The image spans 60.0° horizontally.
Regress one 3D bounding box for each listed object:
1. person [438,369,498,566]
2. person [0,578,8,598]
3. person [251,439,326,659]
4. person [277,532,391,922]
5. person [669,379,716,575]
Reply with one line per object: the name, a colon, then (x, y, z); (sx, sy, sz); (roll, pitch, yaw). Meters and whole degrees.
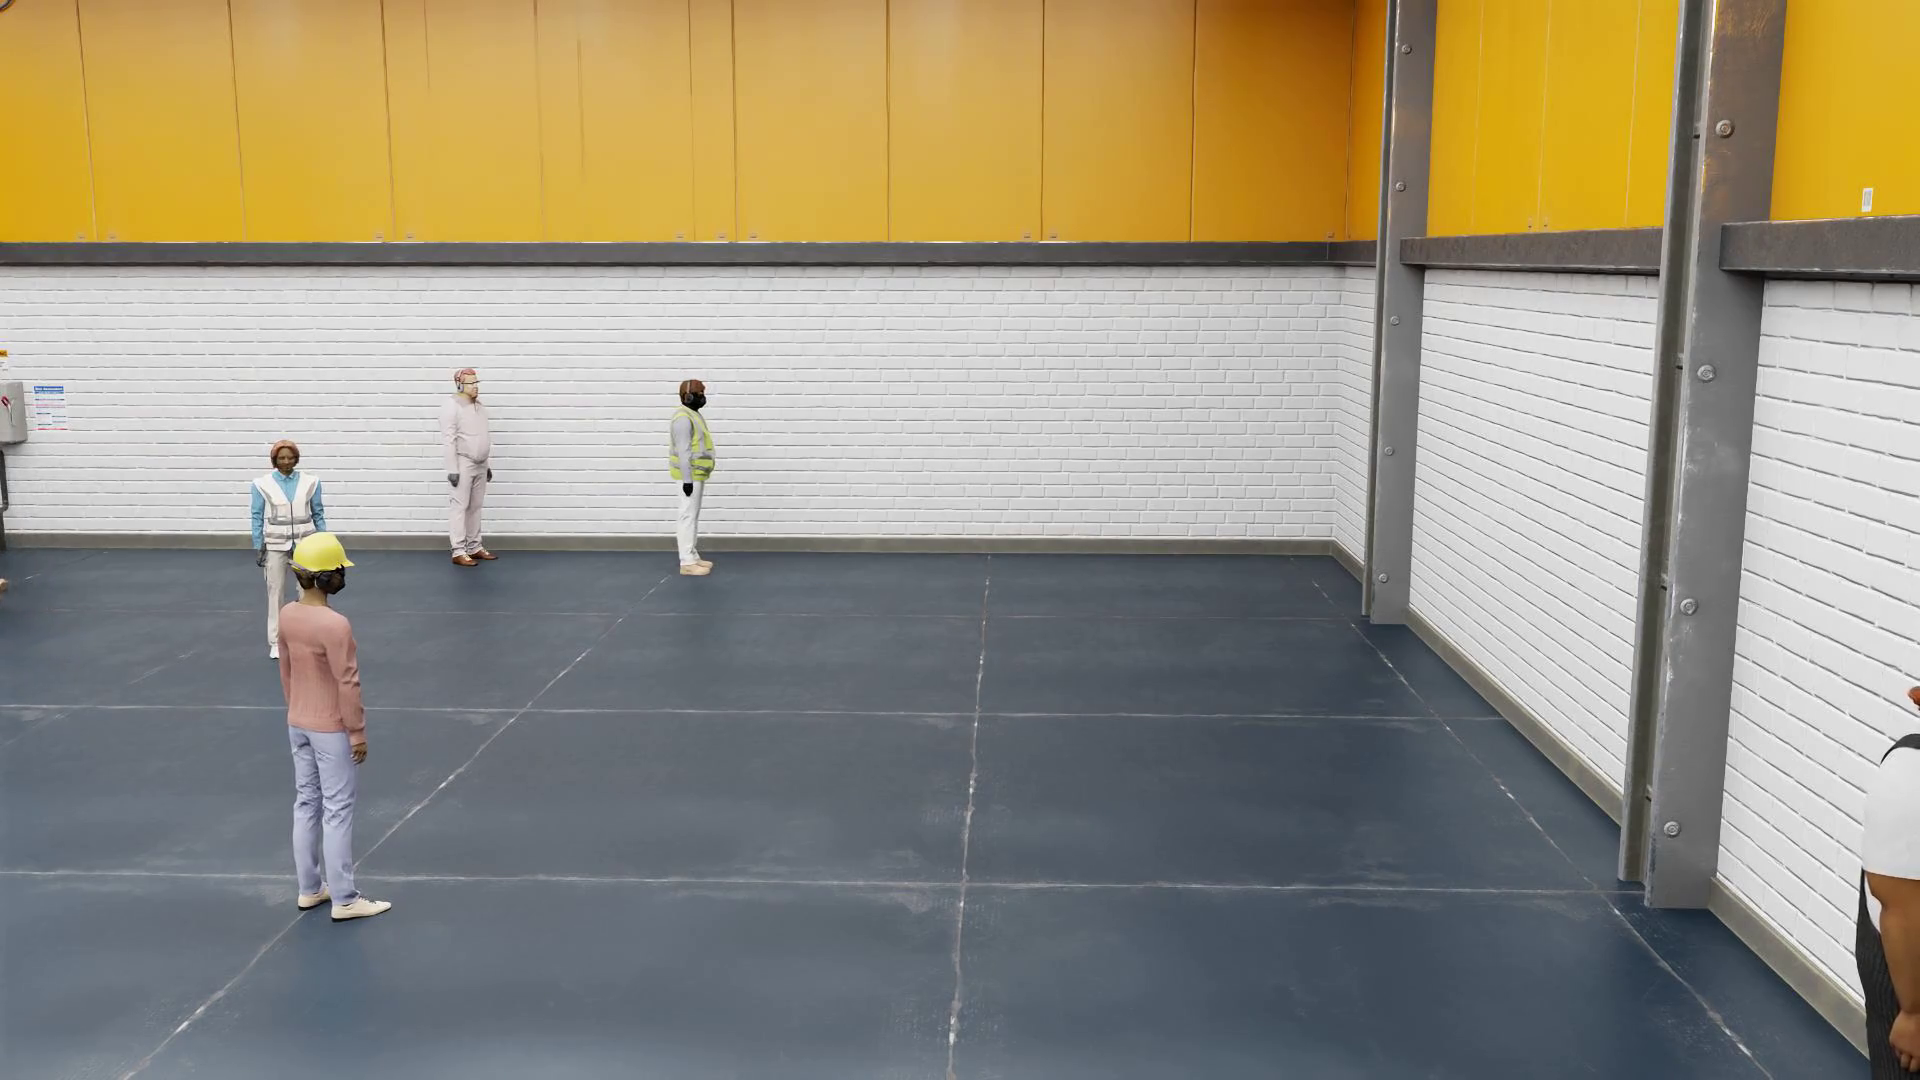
person: (-4.771, -0.713, 16.205); (0.404, 1.911, 0.636); (3, 10, 18)
person: (-8.289, -0.293, 13.651); (0.582, 1.950, 0.648); (-1, 10, -4)
person: (-5.010, 0.064, 12.445); (0.523, 1.636, 0.308); (-6, 11, -31)
person: (-2.855, 0.840, 7.524); (0.531, 1.768, 0.311); (7, 12, 36)
person: (-2.526, -0.600, 15.736); (0.430, 1.844, 0.624); (0, 10, 0)
